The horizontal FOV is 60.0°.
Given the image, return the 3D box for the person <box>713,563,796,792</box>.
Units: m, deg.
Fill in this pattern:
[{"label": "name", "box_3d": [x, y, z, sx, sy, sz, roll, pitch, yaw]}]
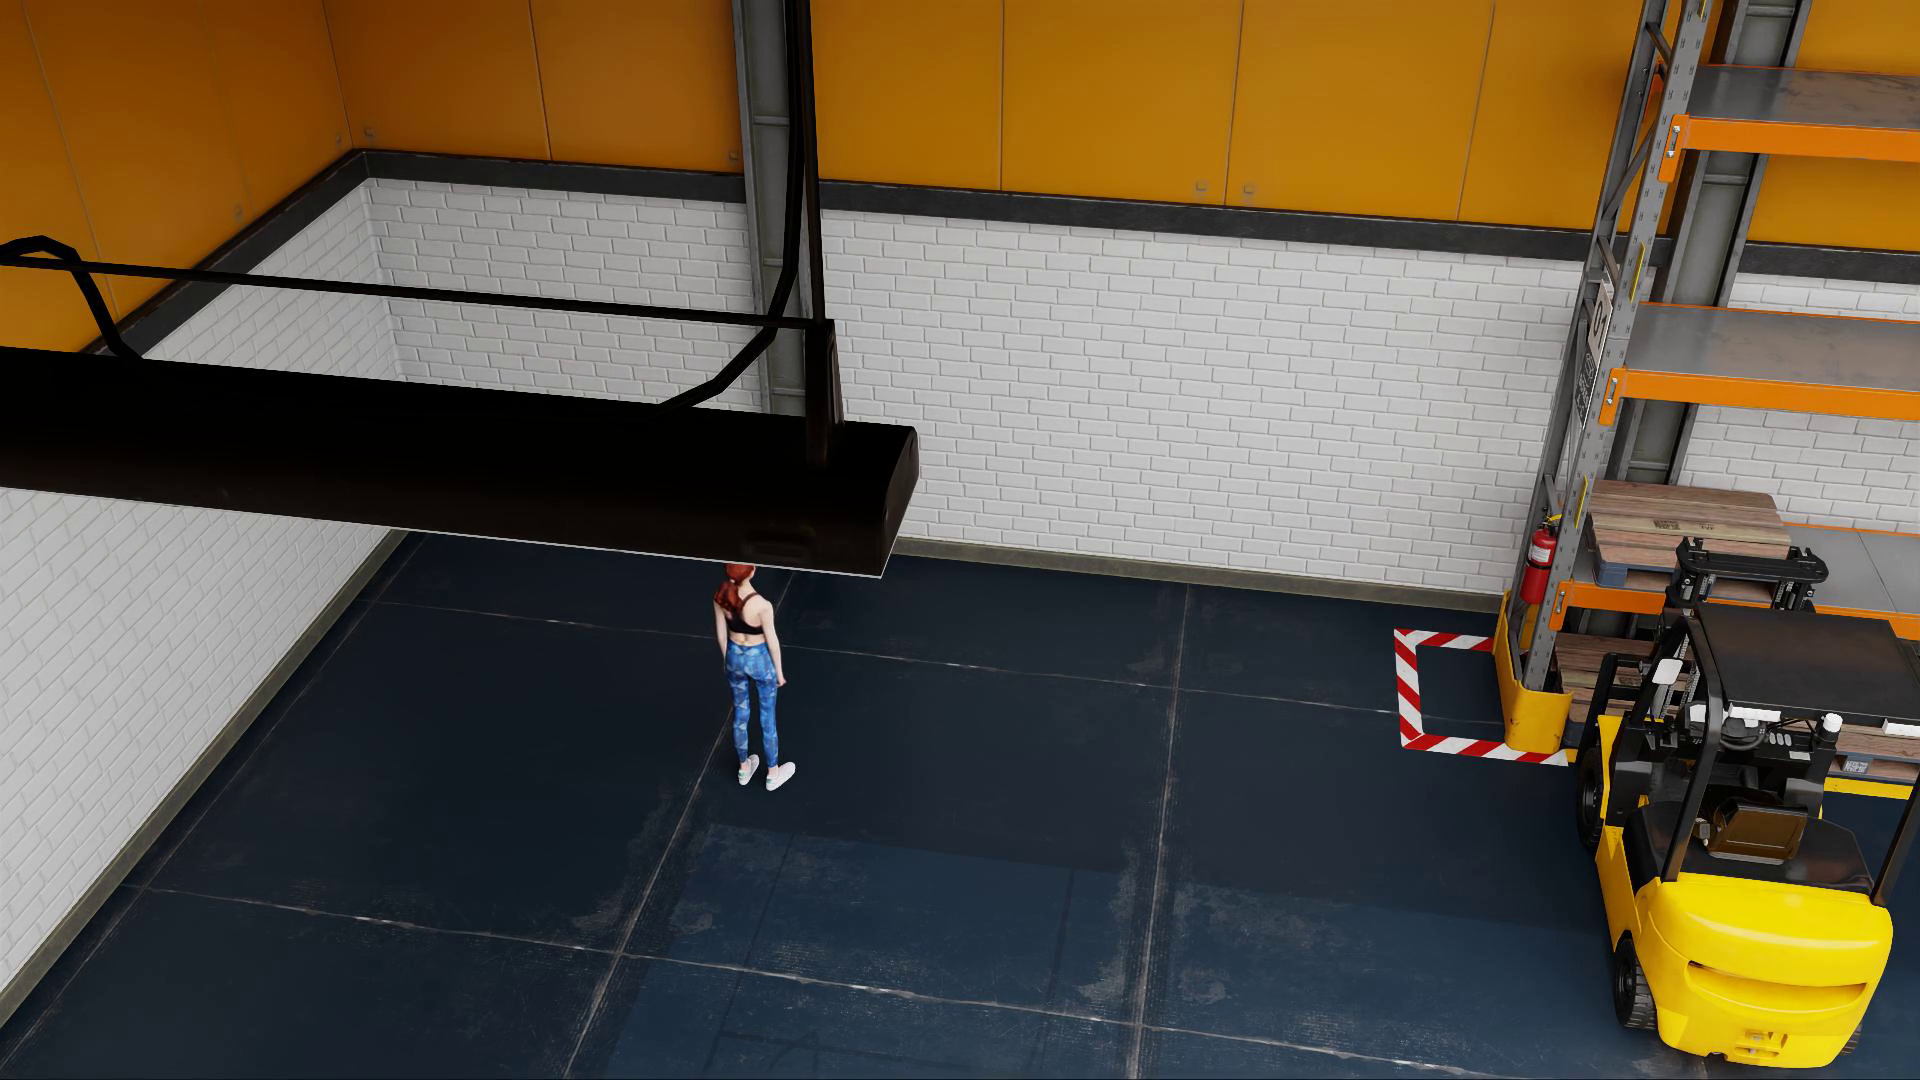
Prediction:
[{"label": "person", "box_3d": [-1.299, 0.807, 10.356, 0.568, 1.785, 0.663, 11, 35, 16]}]
